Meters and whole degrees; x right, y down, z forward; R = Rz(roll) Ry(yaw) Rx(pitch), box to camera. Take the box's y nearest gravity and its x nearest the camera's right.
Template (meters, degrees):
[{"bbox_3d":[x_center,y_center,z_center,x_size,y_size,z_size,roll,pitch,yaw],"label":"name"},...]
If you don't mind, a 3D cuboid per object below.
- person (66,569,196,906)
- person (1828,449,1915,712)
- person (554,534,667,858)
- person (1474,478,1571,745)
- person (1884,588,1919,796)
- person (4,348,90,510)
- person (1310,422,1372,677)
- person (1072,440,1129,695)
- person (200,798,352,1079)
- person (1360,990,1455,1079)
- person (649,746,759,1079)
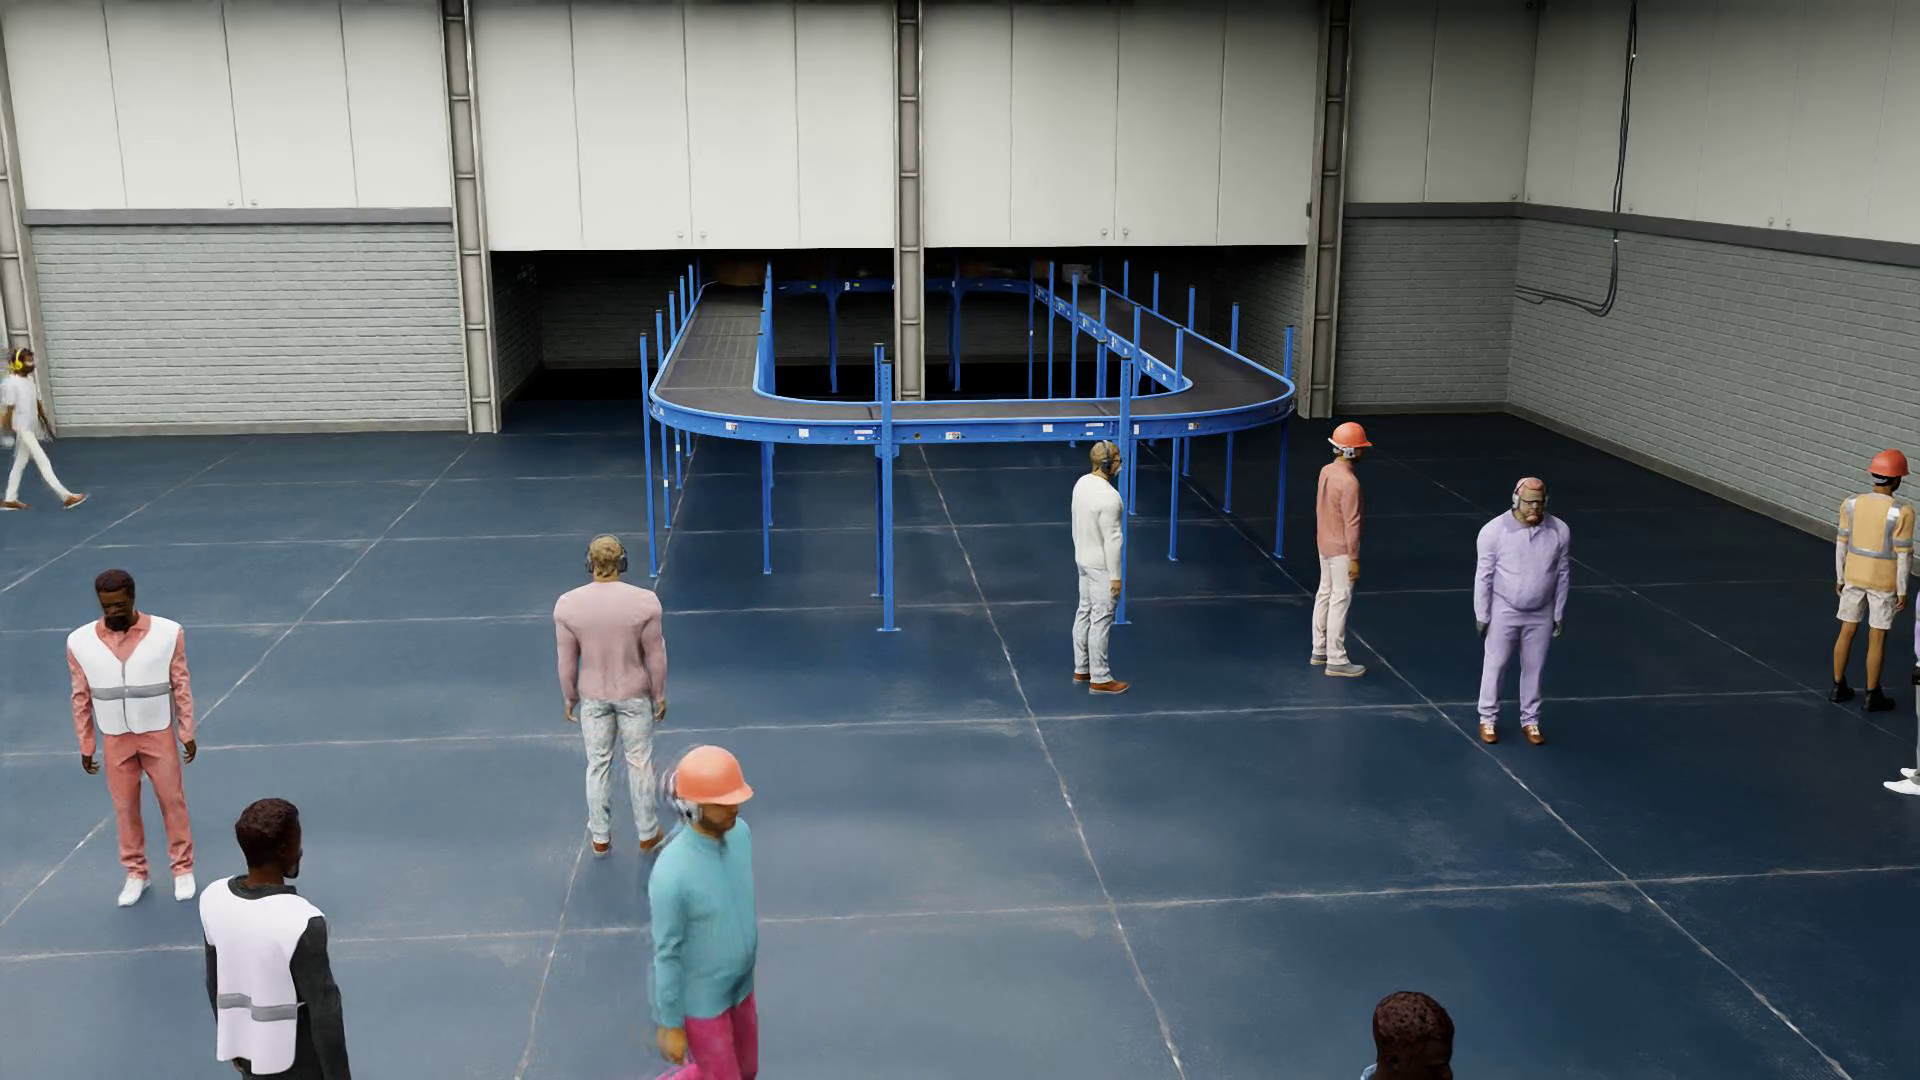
[{"bbox_3d":[-4.532,1.069,9.157,0.597,1.908,0.409,-4,15,-17],"label":"person"},{"bbox_3d":[6.696,0.292,12.195,0.360,1.939,0.543,-9,17,-32],"label":"person"},{"bbox_3d":[-2.016,0.916,9.707,0.627,1.936,0.372,-1,14,-4],"label":"person"},{"bbox_3d":[3.869,0.496,11.476,0.634,1.900,0.399,0,14,0],"label":"person"},{"bbox_3d":[6.232,0.693,10.611,0.596,1.925,0.372,-13,19,-41],"label":"person"},{"bbox_3d":[-10.268,-1.217,18.476,0.998,1.817,0.550,-2,14,-7],"label":"person"},{"bbox_3d":[2.976,0.066,12.982,0.381,1.993,0.622,-3,14,-10],"label":"person"},{"bbox_3d":[1.057,0.199,12.563,0.356,1.938,0.638,-5,15,-20],"label":"person"},{"bbox_3d":[-2.446,1.848,6.010,0.597,1.916,0.379,7,16,27],"label":"person"},{"bbox_3d":[1.187,2.158,4.790,0.397,1.911,0.587,13,19,41],"label":"person"},{"bbox_3d":[-1.020,1.710,6.452,0.738,1.974,0.621,6,15,24],"label":"person"}]
